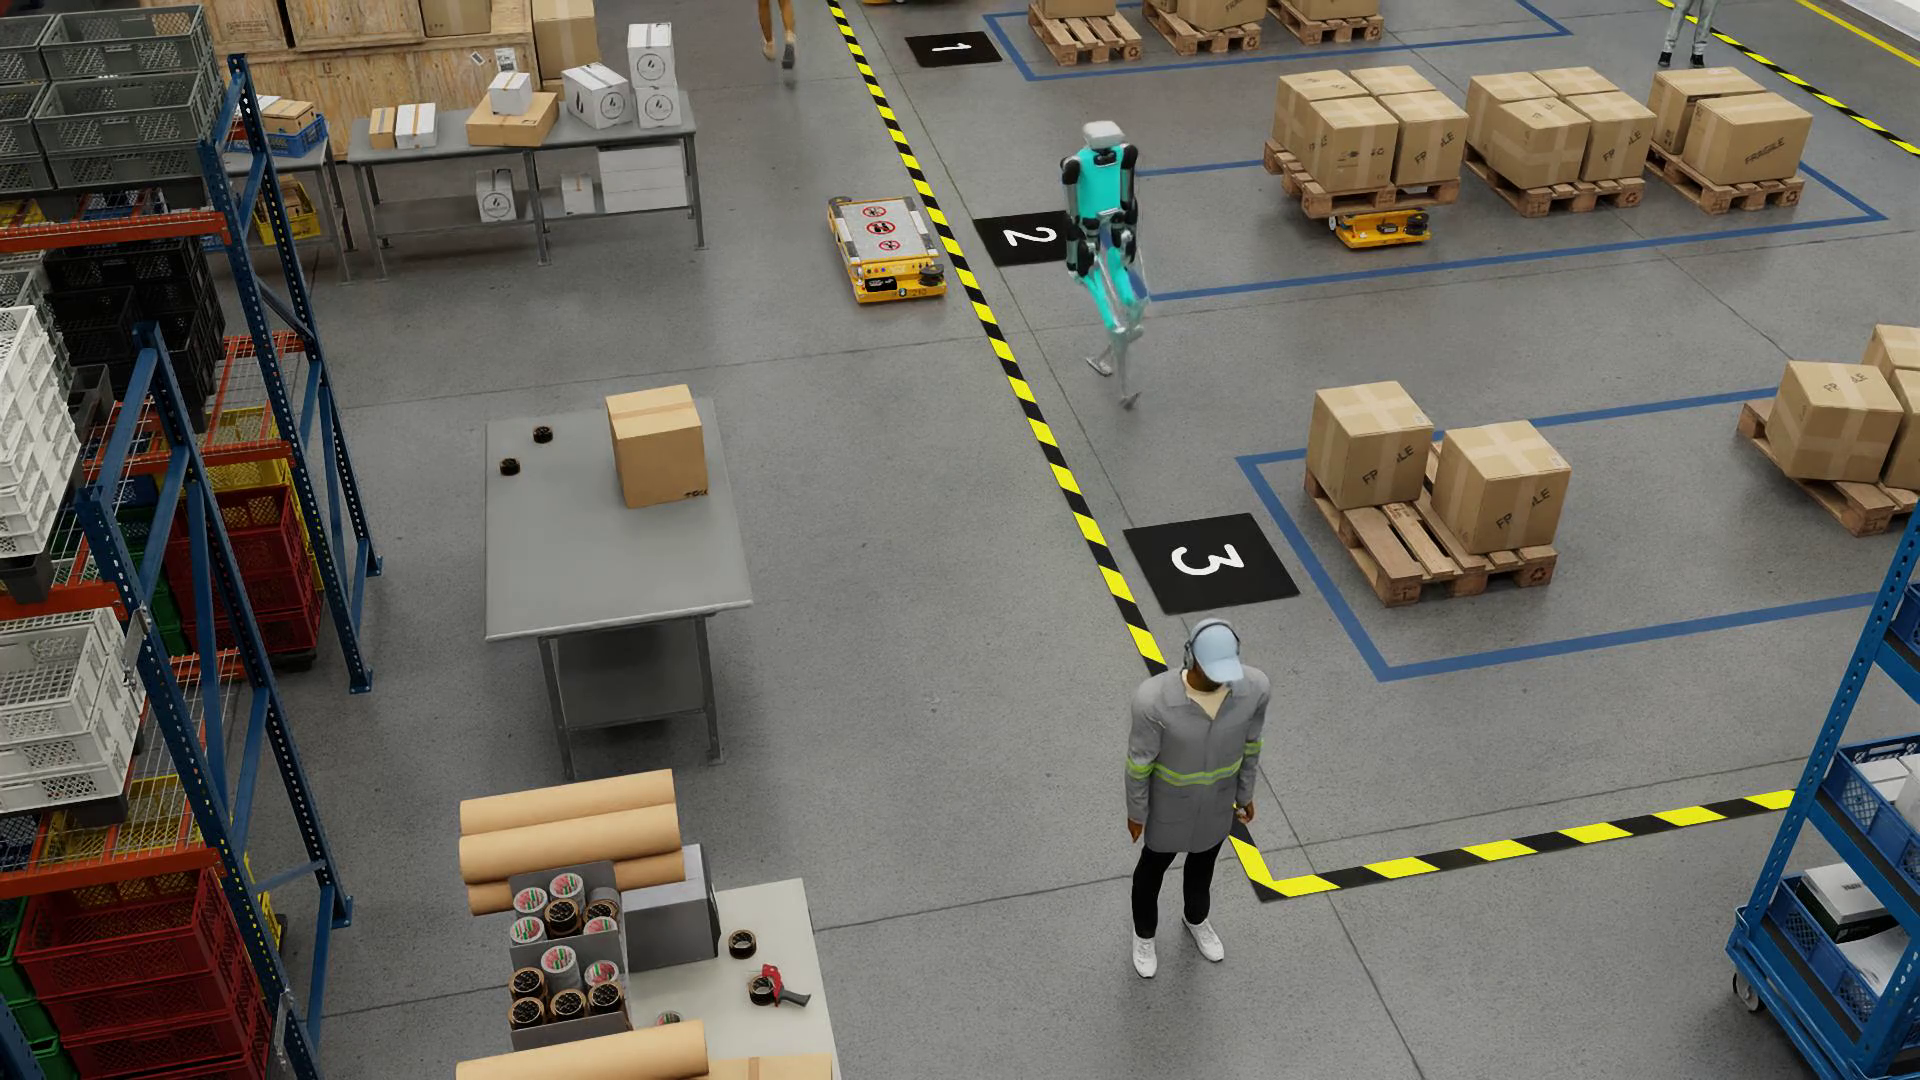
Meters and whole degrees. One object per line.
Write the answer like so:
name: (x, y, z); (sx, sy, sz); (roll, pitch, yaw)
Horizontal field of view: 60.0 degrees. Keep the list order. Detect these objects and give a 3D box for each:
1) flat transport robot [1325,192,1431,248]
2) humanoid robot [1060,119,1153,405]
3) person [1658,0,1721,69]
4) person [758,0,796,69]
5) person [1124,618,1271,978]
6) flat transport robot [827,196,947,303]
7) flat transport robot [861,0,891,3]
flat transport robot: (3.134, -2.740, 13.213); (0.652, 0.197, 1.431); (-8, 37, -10)
humanoid robot: (1.019, -1.736, 10.671); (0.541, 1.808, 0.807); (-17, 40, -22)
person: (6.903, -5.270, 15.329); (0.590, 1.828, 0.404); (10, 38, 13)
person: (-1.732, -5.325, 15.253); (0.606, 2.019, 0.767); (-8, 37, -11)
person: (0.953, 1.056, 6.808); (0.589, 1.853, 0.375); (-9, 38, -12)
flat transport robot: (-0.570, -2.220, 12.538); (0.659, 0.231, 1.431); (-8, 37, -10)
flat transport robot: (-0.375, -5.865, 17.414); (1.431, 0.197, 0.652); (-8, 37, -10)
